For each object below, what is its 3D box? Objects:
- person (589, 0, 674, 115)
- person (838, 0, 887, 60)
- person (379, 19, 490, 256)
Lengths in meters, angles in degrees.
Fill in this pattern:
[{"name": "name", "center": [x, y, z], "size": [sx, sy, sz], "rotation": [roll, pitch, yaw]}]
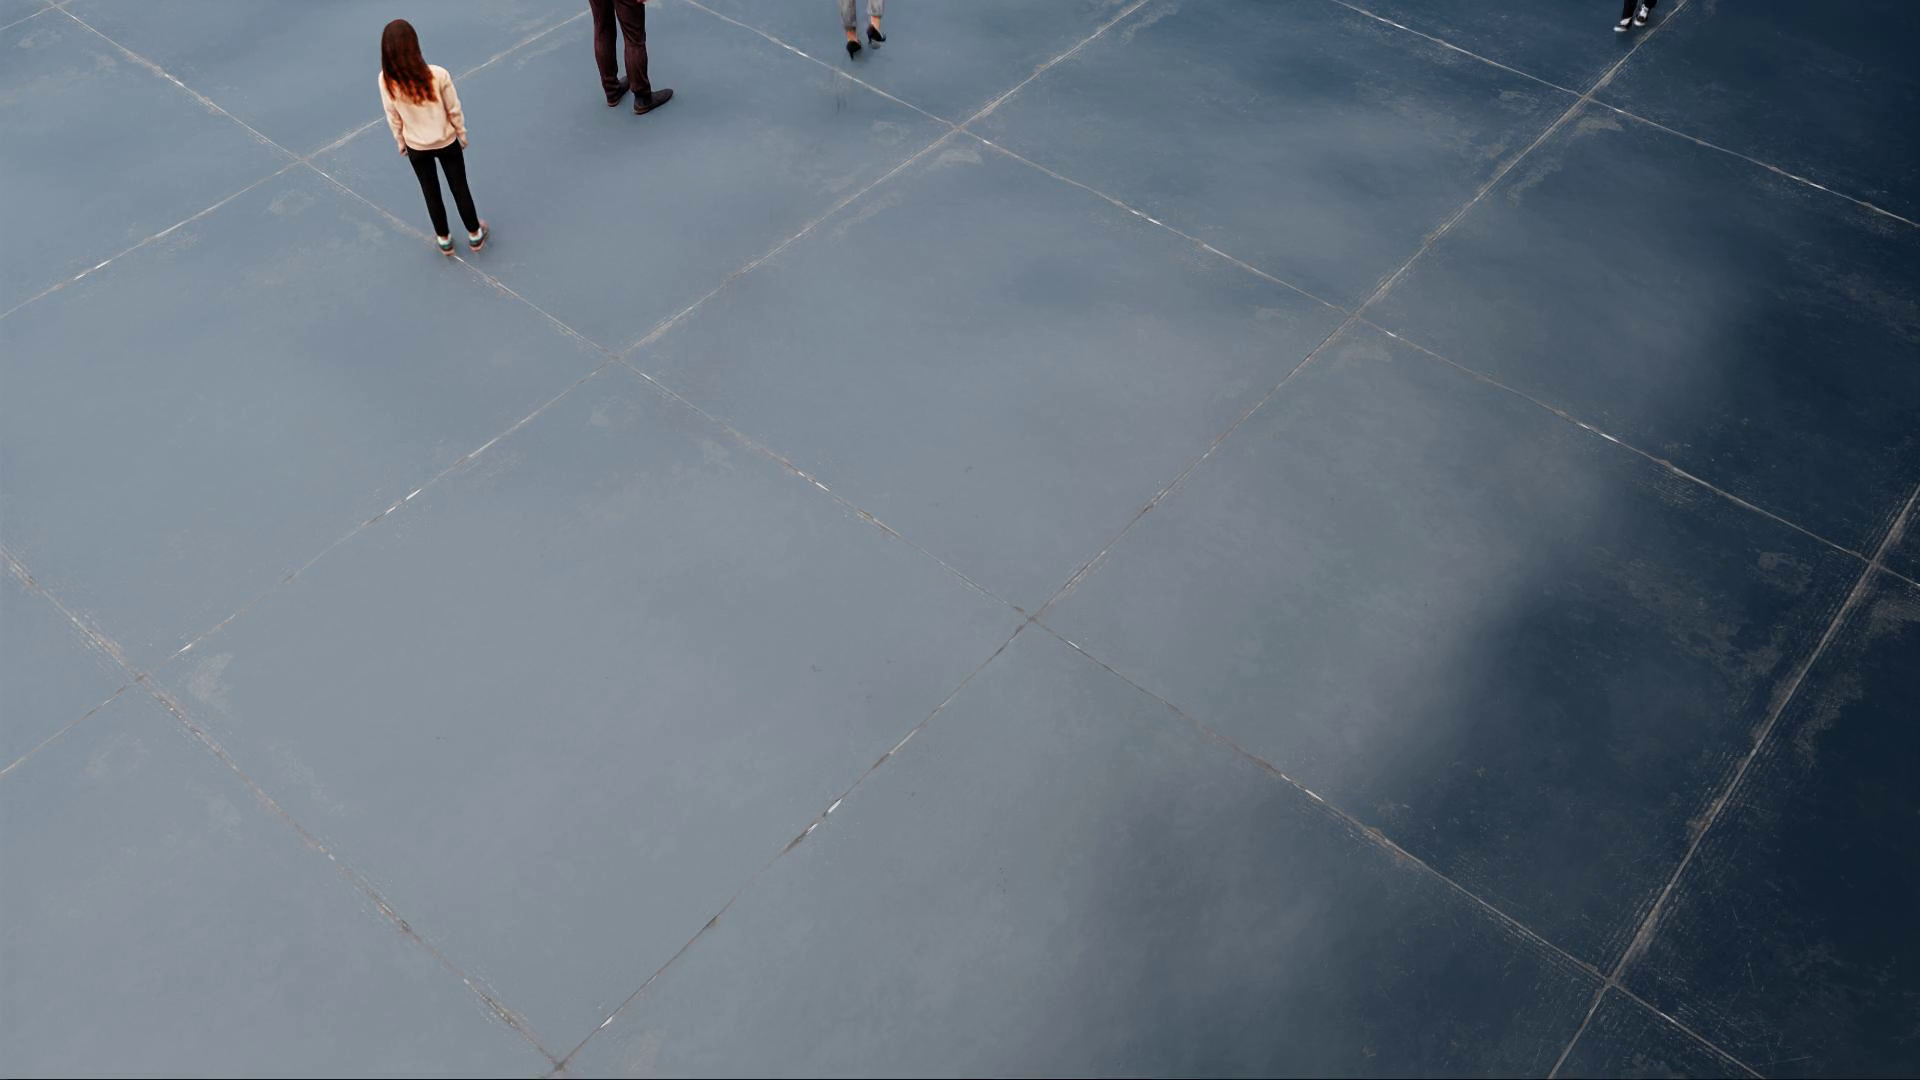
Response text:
[{"name": "person", "center": [-2.203, -3.578, 10.485], "size": [0.728, 1.864, 0.664], "rotation": [21, 51, 18]}, {"name": "person", "center": [-0.716, -3.929, 10.946], "size": [0.734, 1.665, 0.755], "rotation": [7, 48, 7]}, {"name": "person", "center": [-3.042, -2.303, 9.566], "size": [0.632, 1.483, 0.704], "rotation": [-6, 48, -6]}]
